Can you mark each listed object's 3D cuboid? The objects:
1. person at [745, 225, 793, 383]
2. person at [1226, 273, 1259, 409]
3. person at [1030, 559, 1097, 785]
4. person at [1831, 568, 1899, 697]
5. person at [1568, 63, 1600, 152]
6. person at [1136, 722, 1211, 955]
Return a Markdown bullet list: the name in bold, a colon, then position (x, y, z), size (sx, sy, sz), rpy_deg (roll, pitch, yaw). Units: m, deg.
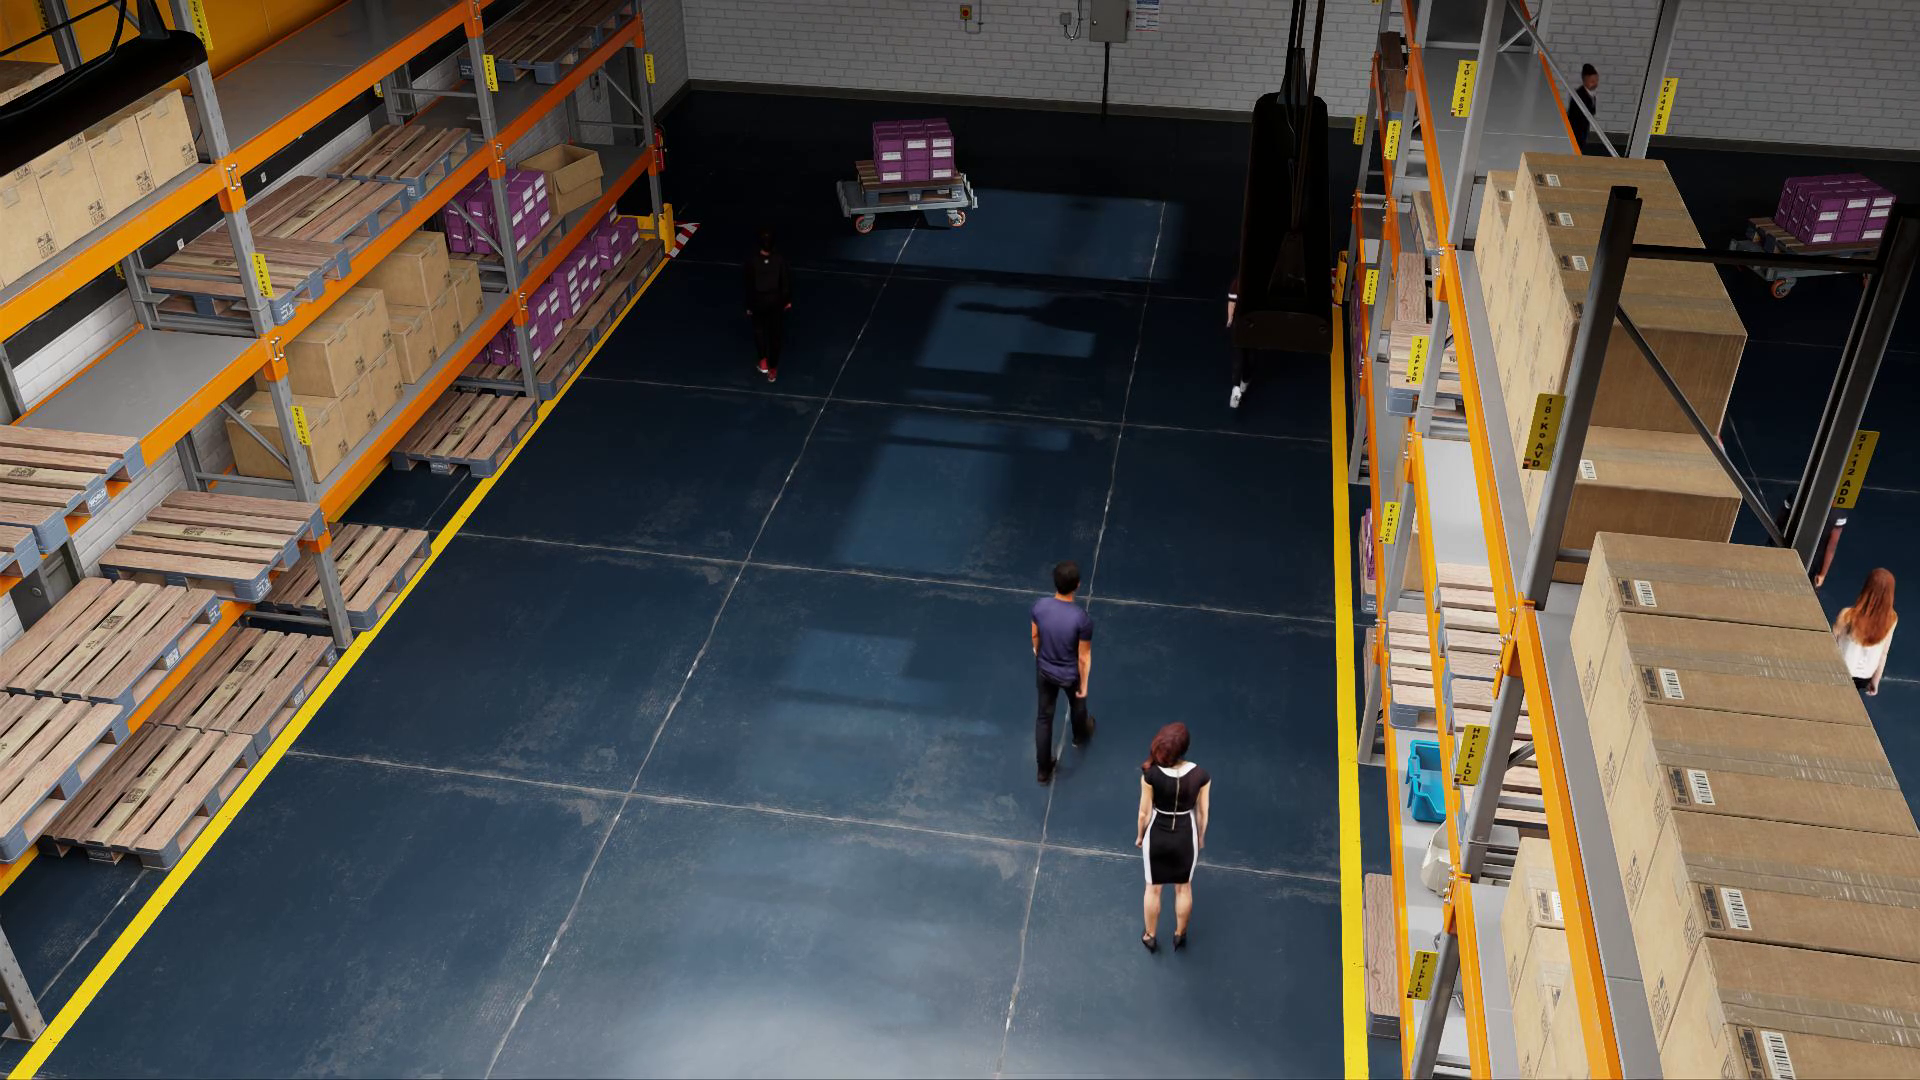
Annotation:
- **person**: position (-1.934, -2.353, 16.776), size (0.711, 1.666, 0.717), rpy_deg (-5, 34, -7)
- **person**: position (2.821, -2.066, 16.391), size (0.605, 1.614, 1.032), rpy_deg (7, 34, 10)
- **person**: position (0.657, 0.974, 11.680), size (0.759, 1.765, 0.998), rpy_deg (12, 35, 17)
- **person**: position (6.273, 1.014, 11.696), size (0.754, 1.683, 1.137), rpy_deg (-1, 34, -1)
- **person**: position (7.530, -4.964, 20.490), size (1.020, 1.903, 0.693), rpy_deg (6, 34, 9)
- **person**: position (1.305, 1.865, 10.313), size (0.600, 1.795, 0.531), rpy_deg (2, 34, 2)
